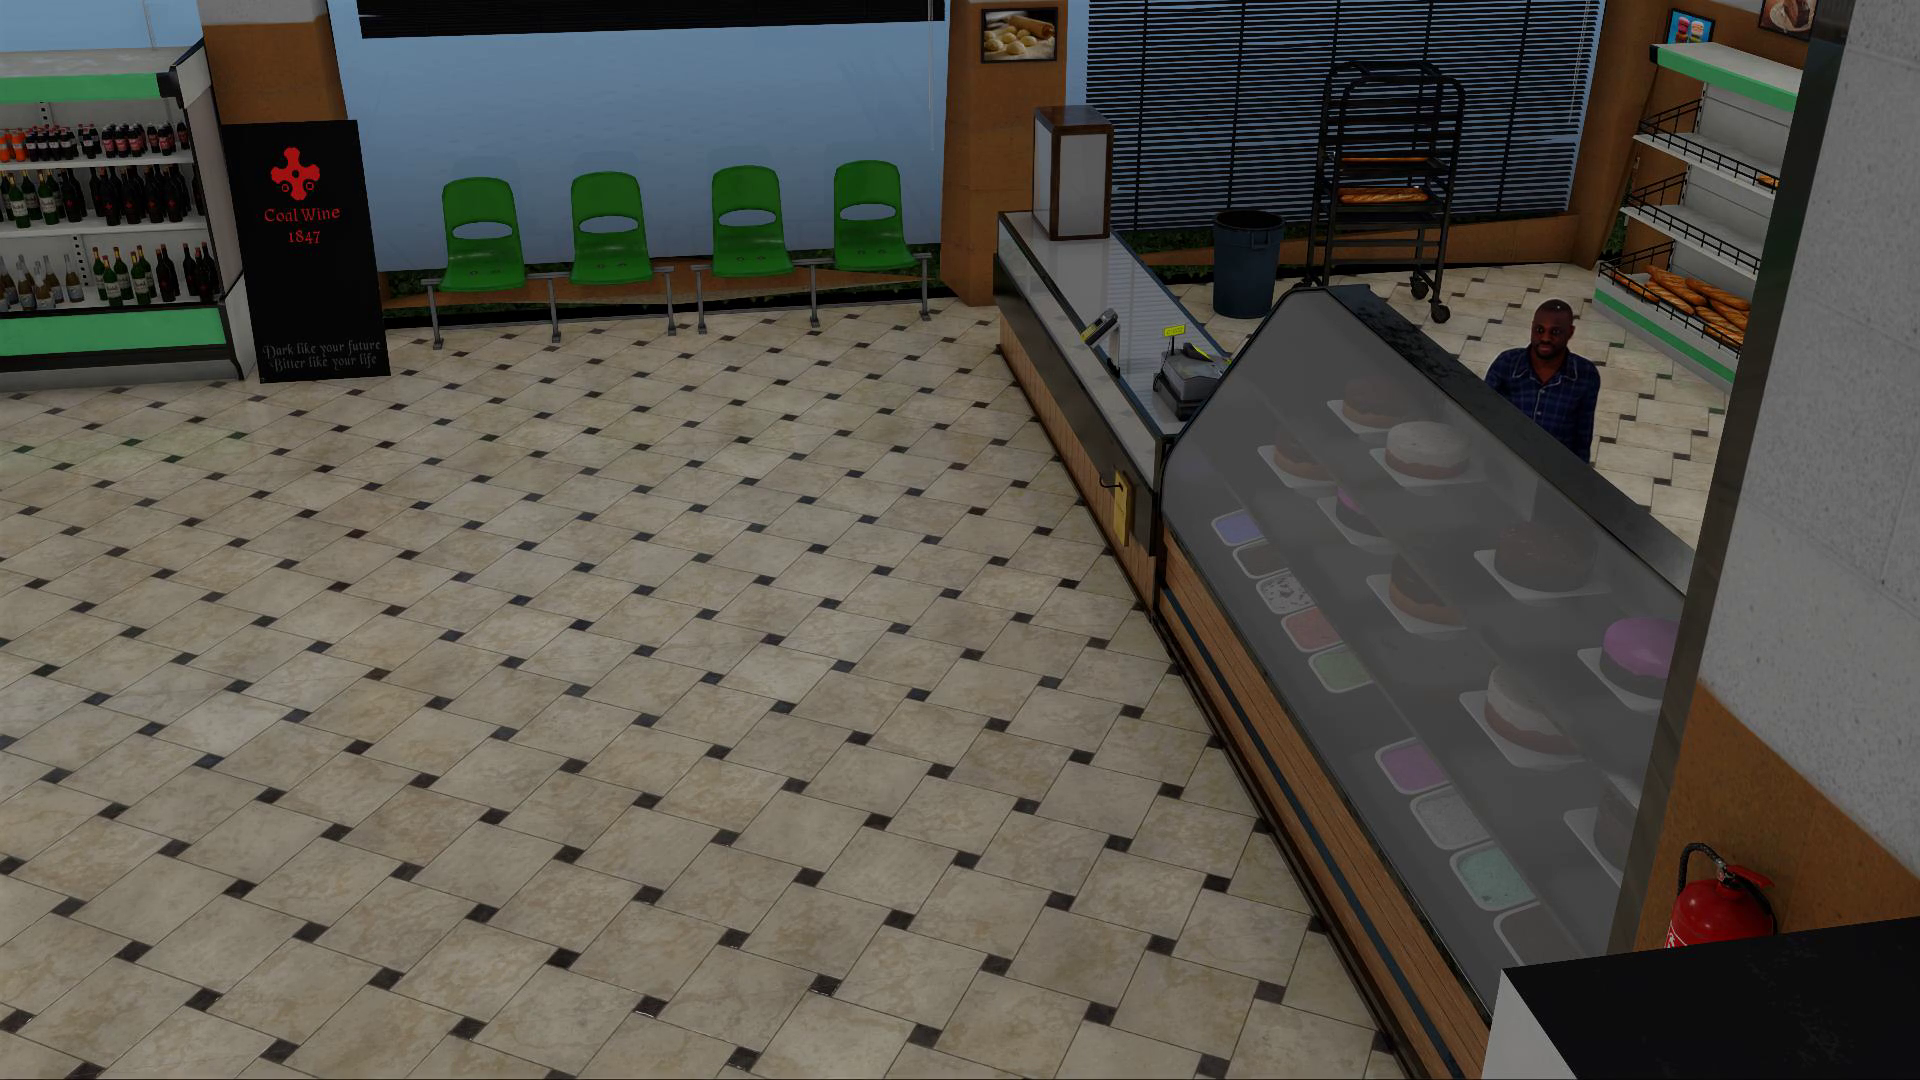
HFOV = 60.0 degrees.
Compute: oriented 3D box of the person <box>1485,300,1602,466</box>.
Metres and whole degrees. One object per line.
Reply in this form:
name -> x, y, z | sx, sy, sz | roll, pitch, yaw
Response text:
person -> 2.579, -0.226, 7.575 | 0.726, 1.824, 0.839 | 9, 28, 18
